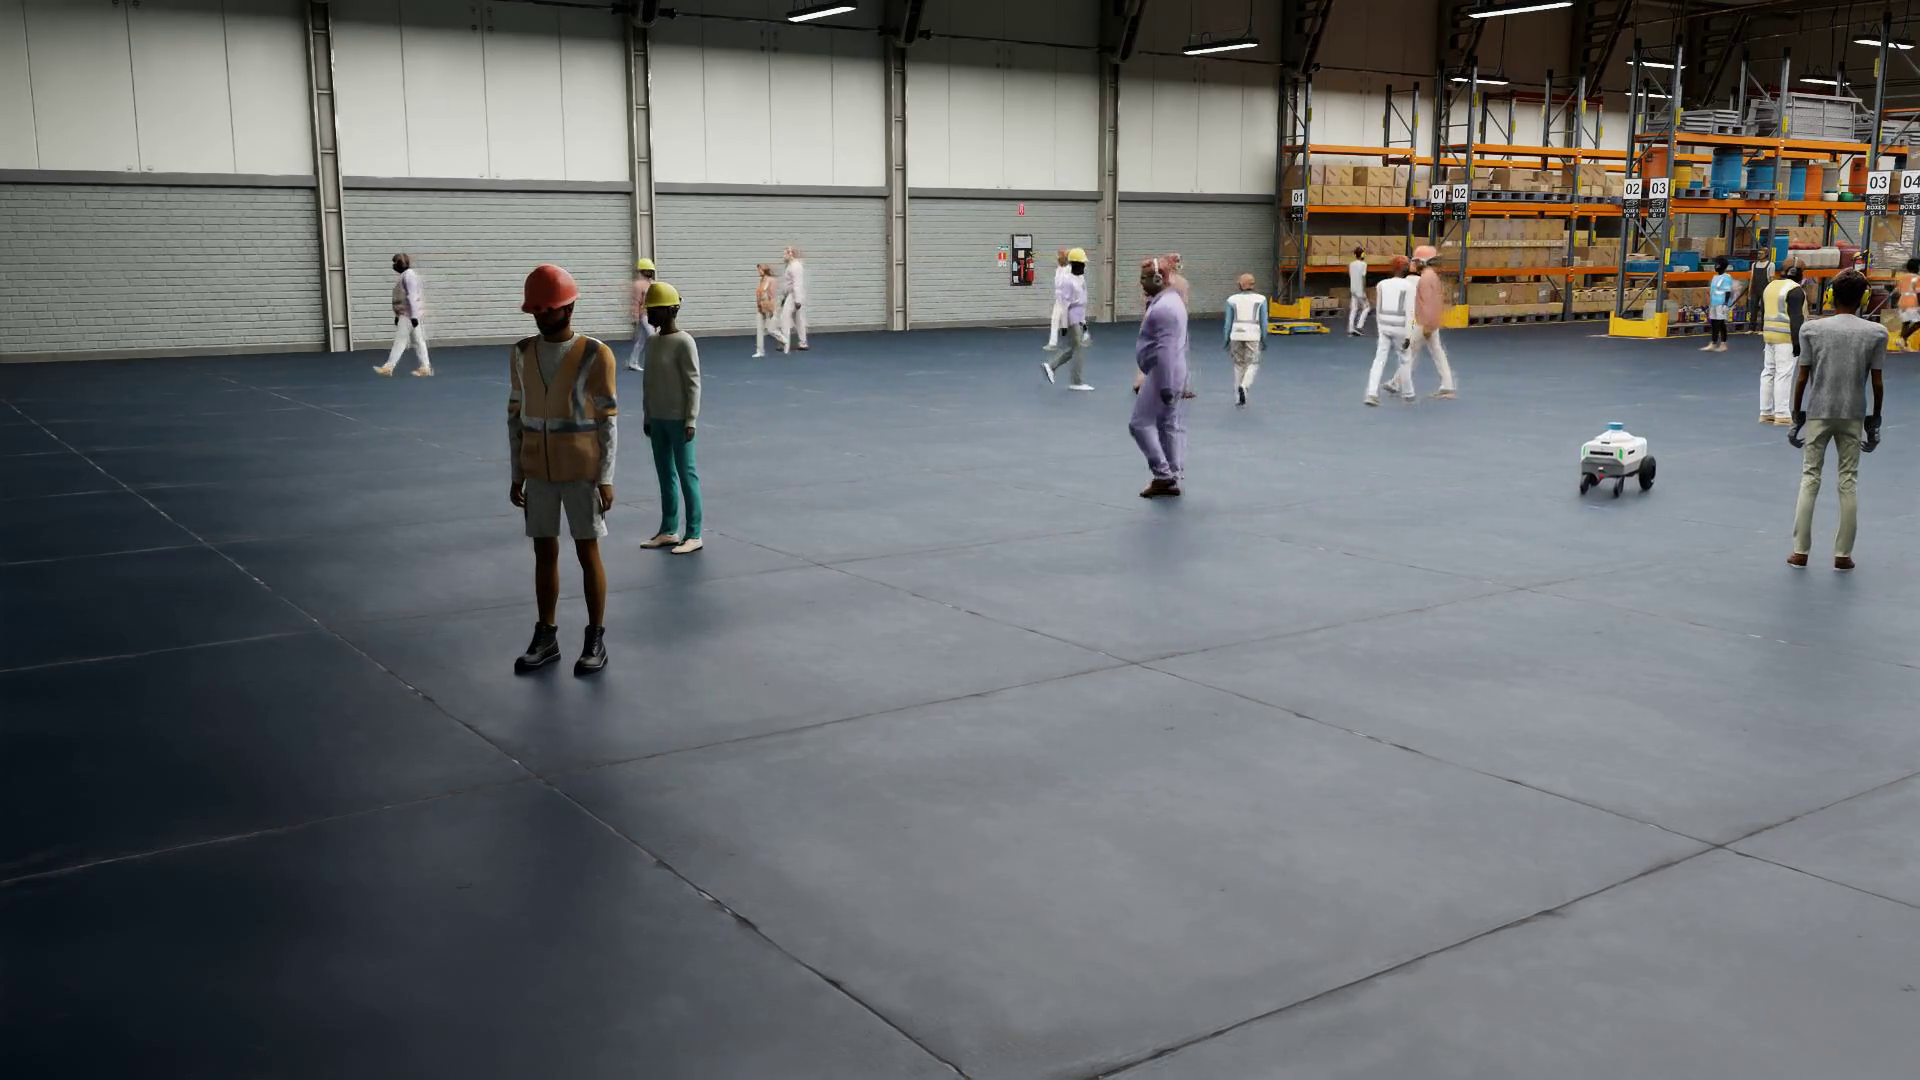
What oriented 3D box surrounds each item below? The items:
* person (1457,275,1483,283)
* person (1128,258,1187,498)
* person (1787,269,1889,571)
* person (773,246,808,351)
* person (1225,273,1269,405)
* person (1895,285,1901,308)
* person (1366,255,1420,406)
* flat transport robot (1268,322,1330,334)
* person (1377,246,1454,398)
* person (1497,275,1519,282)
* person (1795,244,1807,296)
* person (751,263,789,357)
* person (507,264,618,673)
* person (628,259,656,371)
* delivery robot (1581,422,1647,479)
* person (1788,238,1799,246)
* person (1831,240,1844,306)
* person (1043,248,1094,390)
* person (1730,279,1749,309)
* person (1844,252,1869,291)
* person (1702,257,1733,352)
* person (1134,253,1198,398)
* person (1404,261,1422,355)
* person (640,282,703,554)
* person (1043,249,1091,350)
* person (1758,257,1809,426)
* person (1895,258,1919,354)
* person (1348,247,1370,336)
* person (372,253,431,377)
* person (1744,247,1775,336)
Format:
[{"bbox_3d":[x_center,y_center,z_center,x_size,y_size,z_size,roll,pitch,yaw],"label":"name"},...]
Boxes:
[{"bbox_3d":[12.550,-6.291,40.694,0.963,1.872,0.632,-7,12,-32],"label":"person"},{"bbox_3d":[1.571,-1.272,13.160,0.453,1.885,0.635,3,11,18],"label":"person"},{"bbox_3d":[5.411,-0.733,10.281,0.509,1.863,0.311,5,11,24],"label":"person"},{"bbox_3d":[-3.118,-4.356,30.097,0.774,1.881,0.668,-1,10,-5],"label":"person"},{"bbox_3d":[3.470,-2.438,20.270,0.551,1.620,0.477,5,11,25],"label":"person"},{"bbox_3d":[21.659,-5.812,38.039,0.695,1.899,0.431,-1,10,-7],"label":"person"},{"bbox_3d":[5.283,-2.544,20.284,0.981,1.836,0.595,-10,14,-43],"label":"person"},{"bbox_3d":[7.118,-4.521,35.399,1.431,0.197,0.652,-6,12,-29],"label":"flat transport robot"},{"bbox_3d":[5.902,-2.786,21.315,1.030,1.933,0.651,6,12,30],"label":"person"},{"bbox_3d":[13.647,-6.420,41.525,0.404,1.829,0.600,-8,13,-38],"label":"person"},{"bbox_3d":[20.596,-6.336,40.927,0.996,1.884,0.547,-6,12,-30],"label":"person"},{"bbox_3d":[-3.270,-3.939,28.500,0.626,1.618,0.520,-9,14,-42],"label":"person"},{"bbox_3d":[-1.884,-0.323,7.840,0.543,1.928,0.373,2,11,13],"label":"person"},{"bbox_3d":[-4.761,-3.416,25.371,0.899,1.722,0.529,4,11,21],"label":"person"},{"bbox_3d":[5.293,-0.707,13.452,0.477,0.478,0.707,8,13,37],"label":"delivery robot"},{"bbox_3d":[21.828,-6.917,43.738,0.769,2.014,0.629,-8,13,-38],"label":"person"},{"bbox_3d":[25.174,-7.607,47.736,0.633,1.939,1.008,-4,11,-20],"label":"person"},{"bbox_3d":[1.469,-2.974,22.412,0.688,1.912,0.587,4,11,21],"label":"person"},{"bbox_3d":[18.458,-5.927,39.438,0.859,1.590,0.542,-7,13,-35],"label":"person"},{"bbox_3d":[19.169,-5.306,35.664,0.741,1.742,0.533,-9,13,-39],"label":"person"},{"bbox_3d":[13.629,-4.226,29.868,0.317,1.695,0.540,-1,10,-6],"label":"person"},{"bbox_3d":[2.607,-2.691,21.030,0.977,1.863,0.650,-10,14,-42],"label":"person"},{"bbox_3d":[7.910,-4.063,29.146,0.507,1.631,0.266,4,11,19],"label":"person"},{"bbox_3d":[-1.903,-0.790,10.841,0.531,1.767,0.328,10,14,44],"label":"person"},{"bbox_3d":[1.984,-4.403,30.462,0.962,1.846,0.588,-7,12,-32],"label":"person"},{"bbox_3d":[9.041,-2.173,18.238,0.430,1.837,0.619,-1,10,-4],"label":"person"},{"bbox_3d":[16.697,-4.114,29.248,0.382,1.688,0.551,-1,10,-7],"label":"person"},{"bbox_3d":[8.292,-5.144,34.478,0.544,1.848,0.571,-6,12,-29],"label":"person"},{"bbox_3d":[-8.246,-3.287,24.418,0.913,1.804,0.660,-4,11,-20],"label":"person"},{"bbox_3d":[16.706,-5.186,34.723,0.334,1.845,0.513,-7,13,-35],"label":"person"}]
